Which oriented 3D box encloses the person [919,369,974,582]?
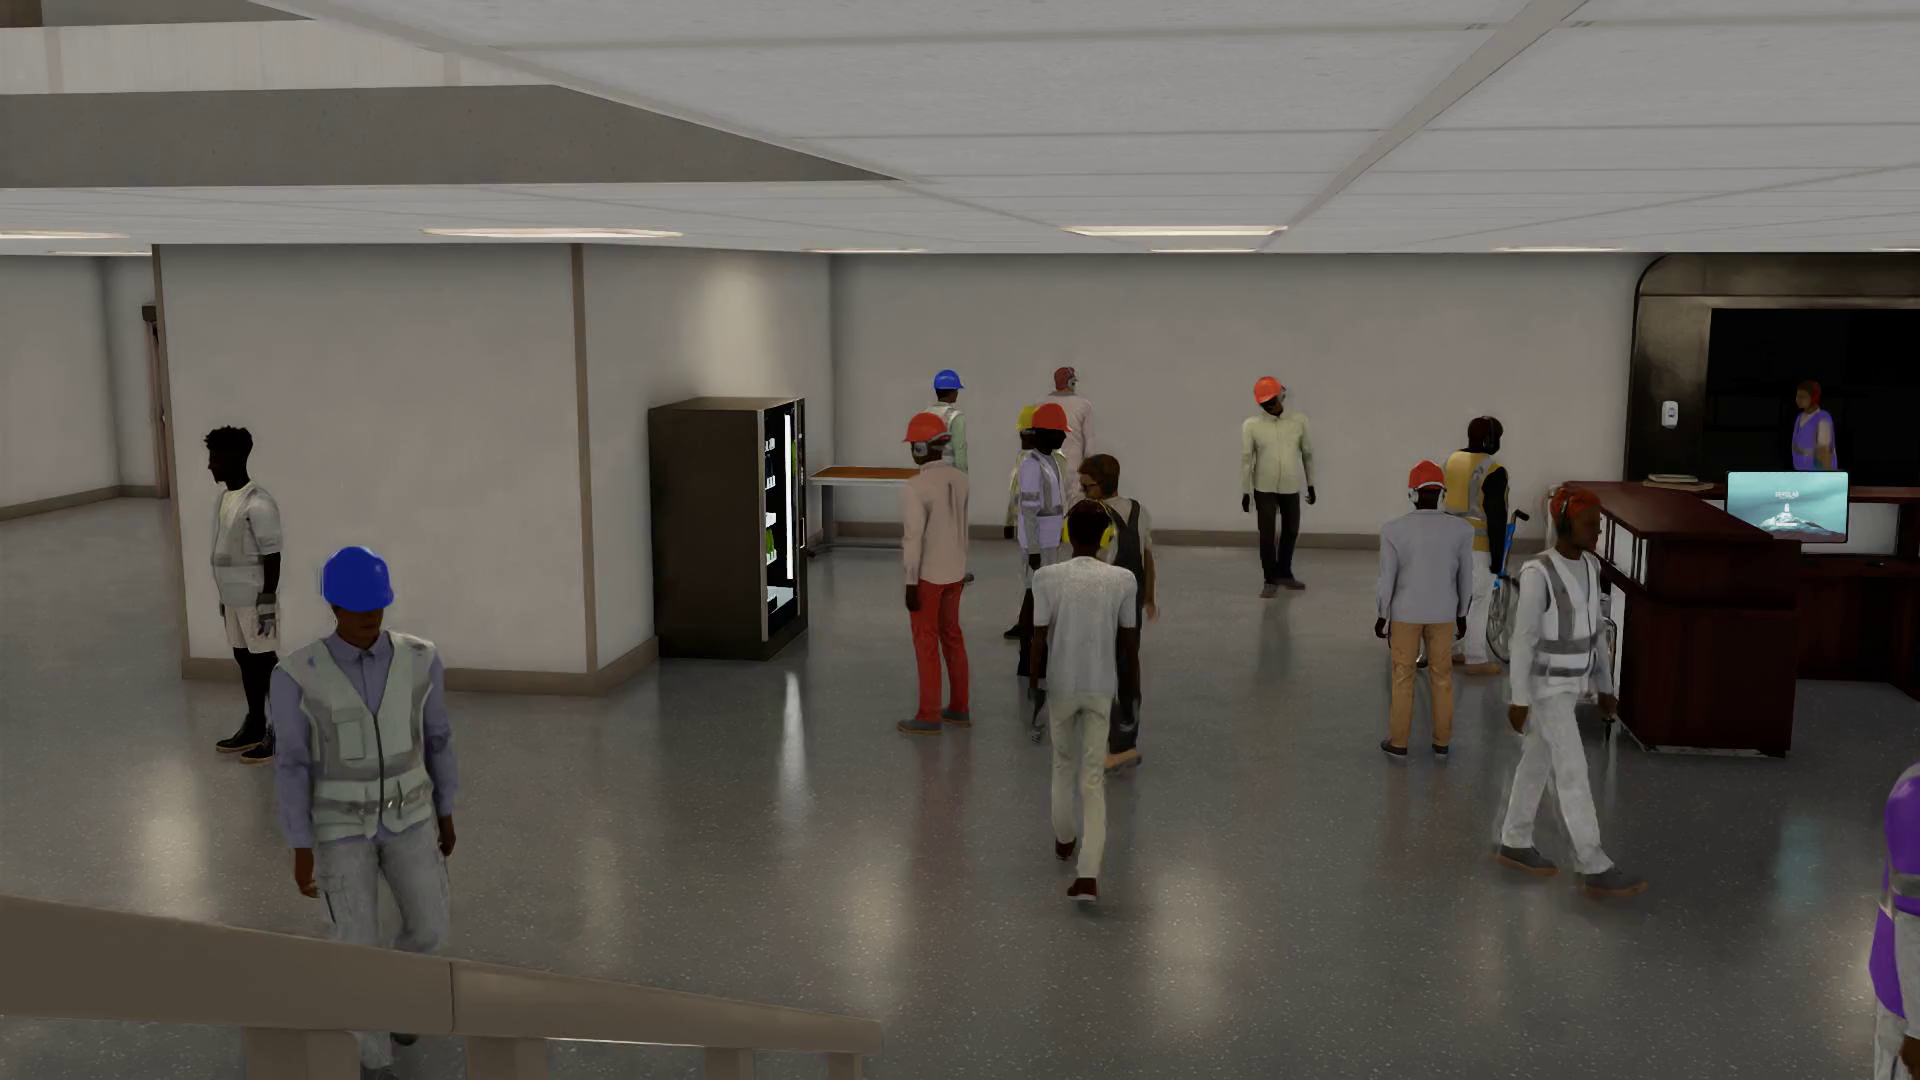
[{"bbox_3d":[-0.135,-0.577,15.214,0.409,1.946,0.615,-7,12,-38],"label":"person"}]

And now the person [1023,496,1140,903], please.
[{"bbox_3d":[0.568,0.717,7.673,0.543,1.810,1.004,0,9,3],"label":"person"}]

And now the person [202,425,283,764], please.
[{"bbox_3d":[-4.145,0.310,9.659,0.613,1.963,0.362,9,13,43],"label":"person"}]

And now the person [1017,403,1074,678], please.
[{"bbox_3d":[0.602,0.002,11.689,0.377,1.931,0.545,4,10,21],"label":"person"}]

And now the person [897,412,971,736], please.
[{"bbox_3d":[-0.177,0.206,10.257,0.414,1.985,0.625,7,11,35],"label":"person"}]

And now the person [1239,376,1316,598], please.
[{"bbox_3d":[2.763,-0.470,14.559,0.689,1.945,0.651,-1,9,-5],"label":"person"}]

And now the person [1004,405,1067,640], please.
[{"bbox_3d":[0.534,-0.140,12.908,0.502,1.816,0.624,-5,10,-26],"label":"person"}]

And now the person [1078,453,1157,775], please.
[{"bbox_3d":[0.966,0.417,9.465,0.693,1.827,0.468,-6,11,-32],"label":"person"}]

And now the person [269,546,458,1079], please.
[{"bbox_3d":[-2.035,0.963,5.743,0.621,1.927,0.584,-7,12,-37],"label":"person"}]

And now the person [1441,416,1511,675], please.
[{"bbox_3d":[3.646,0.038,11.761,0.429,1.835,0.628,-3,10,-21],"label":"person"}]

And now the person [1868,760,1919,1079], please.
[{"bbox_3d":[2.603,1.183,4.361,0.543,1.939,0.370,-8,12,-42],"label":"person"}]

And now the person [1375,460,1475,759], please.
[{"bbox_3d":[2.699,0.406,9.722,0.572,1.748,0.335,0,9,-2],"label":"person"}]

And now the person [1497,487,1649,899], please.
[{"bbox_3d":[2.868,0.699,7.601,0.869,1.850,0.606,9,13,44],"label":"person"}]

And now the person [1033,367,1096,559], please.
[{"bbox_3d":[1.030,-0.756,16.432,0.642,1.905,0.399,3,10,19],"label":"person"}]
